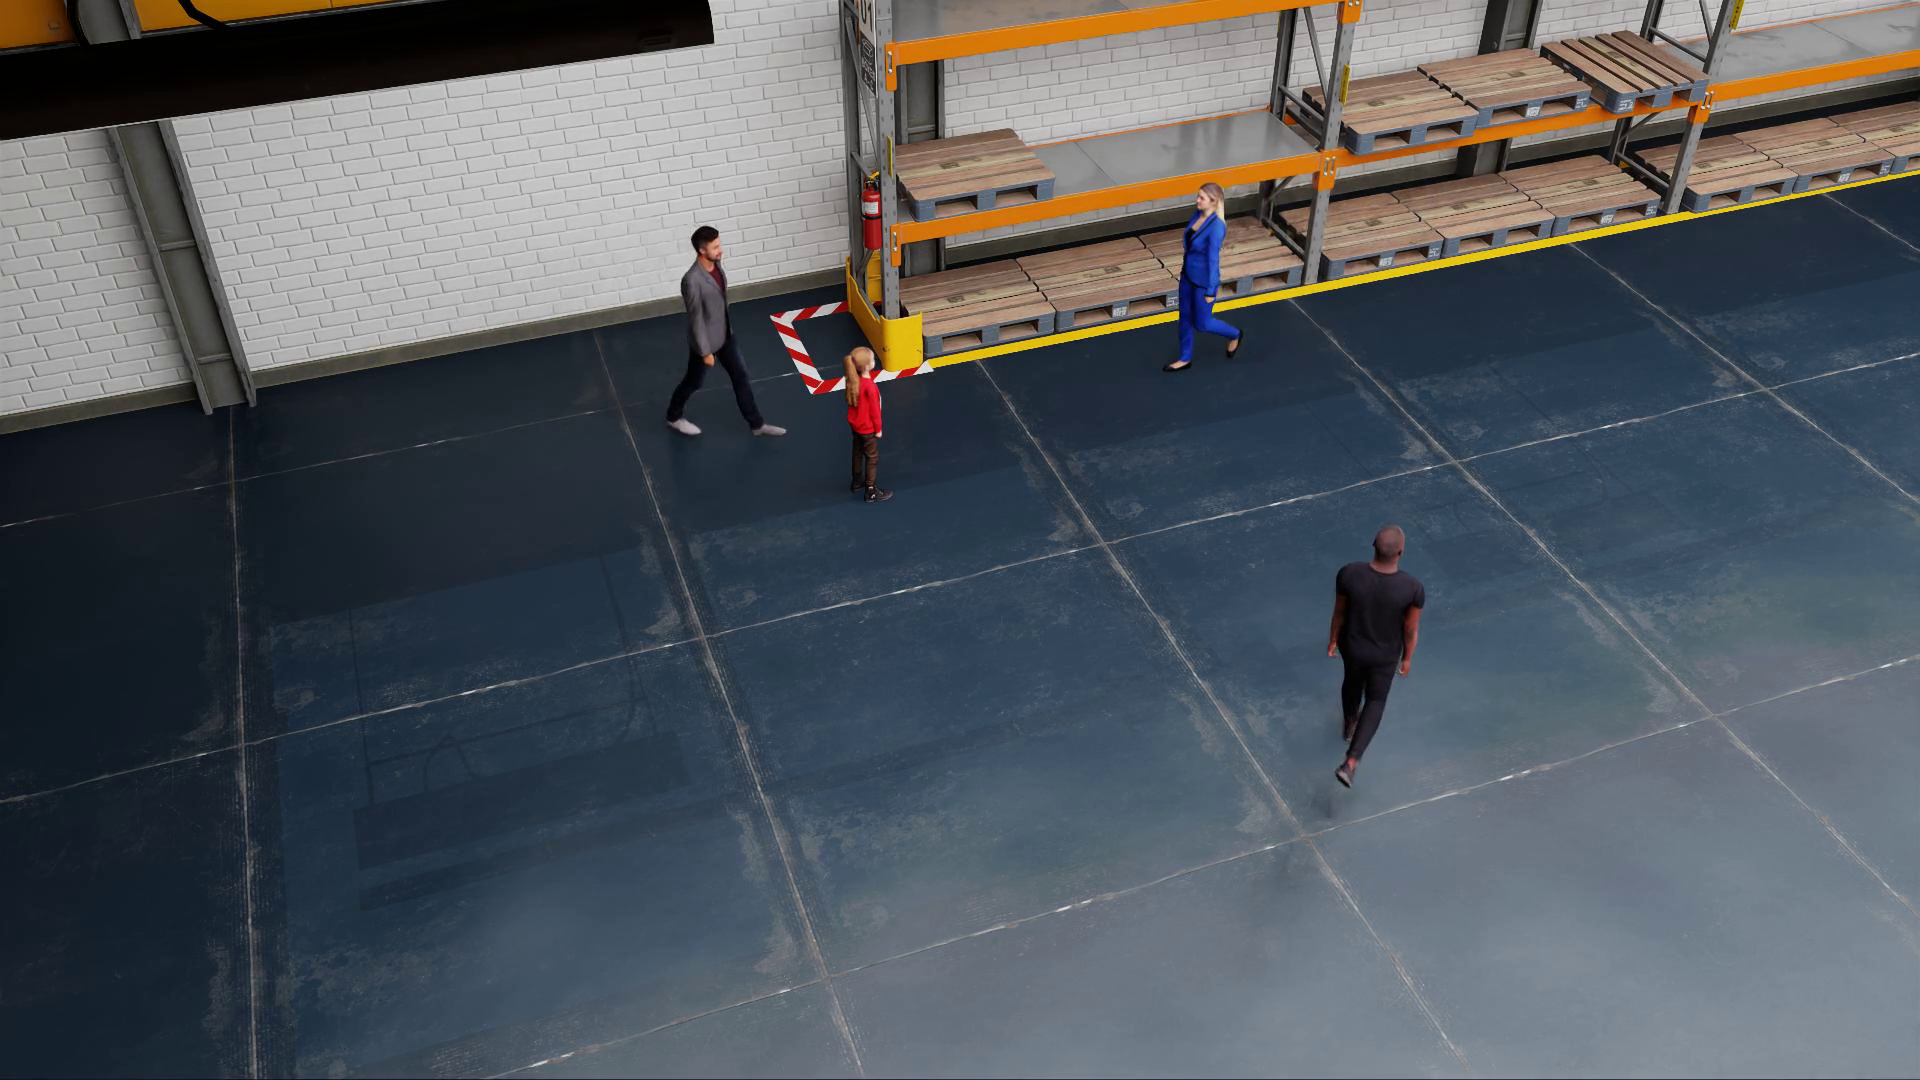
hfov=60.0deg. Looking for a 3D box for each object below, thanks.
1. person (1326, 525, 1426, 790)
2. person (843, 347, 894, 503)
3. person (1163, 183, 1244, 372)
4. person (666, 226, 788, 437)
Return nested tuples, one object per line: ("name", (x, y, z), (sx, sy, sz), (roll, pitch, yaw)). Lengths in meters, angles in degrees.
("person", (2.428, 0.705, 9.920), (1.111, 1.796, 1.182), (17, 42, 20))
("person", (-0.705, -0.871, 12.306), (0.558, 1.281, 0.549), (-24, 45, -27))
("person", (2.038, -2.117, 13.545), (0.888, 1.682, 0.629), (-13, 40, -16))
("person", (-1.989, -1.547, 12.718), (1.316, 1.824, 1.184), (12, 40, 14))
